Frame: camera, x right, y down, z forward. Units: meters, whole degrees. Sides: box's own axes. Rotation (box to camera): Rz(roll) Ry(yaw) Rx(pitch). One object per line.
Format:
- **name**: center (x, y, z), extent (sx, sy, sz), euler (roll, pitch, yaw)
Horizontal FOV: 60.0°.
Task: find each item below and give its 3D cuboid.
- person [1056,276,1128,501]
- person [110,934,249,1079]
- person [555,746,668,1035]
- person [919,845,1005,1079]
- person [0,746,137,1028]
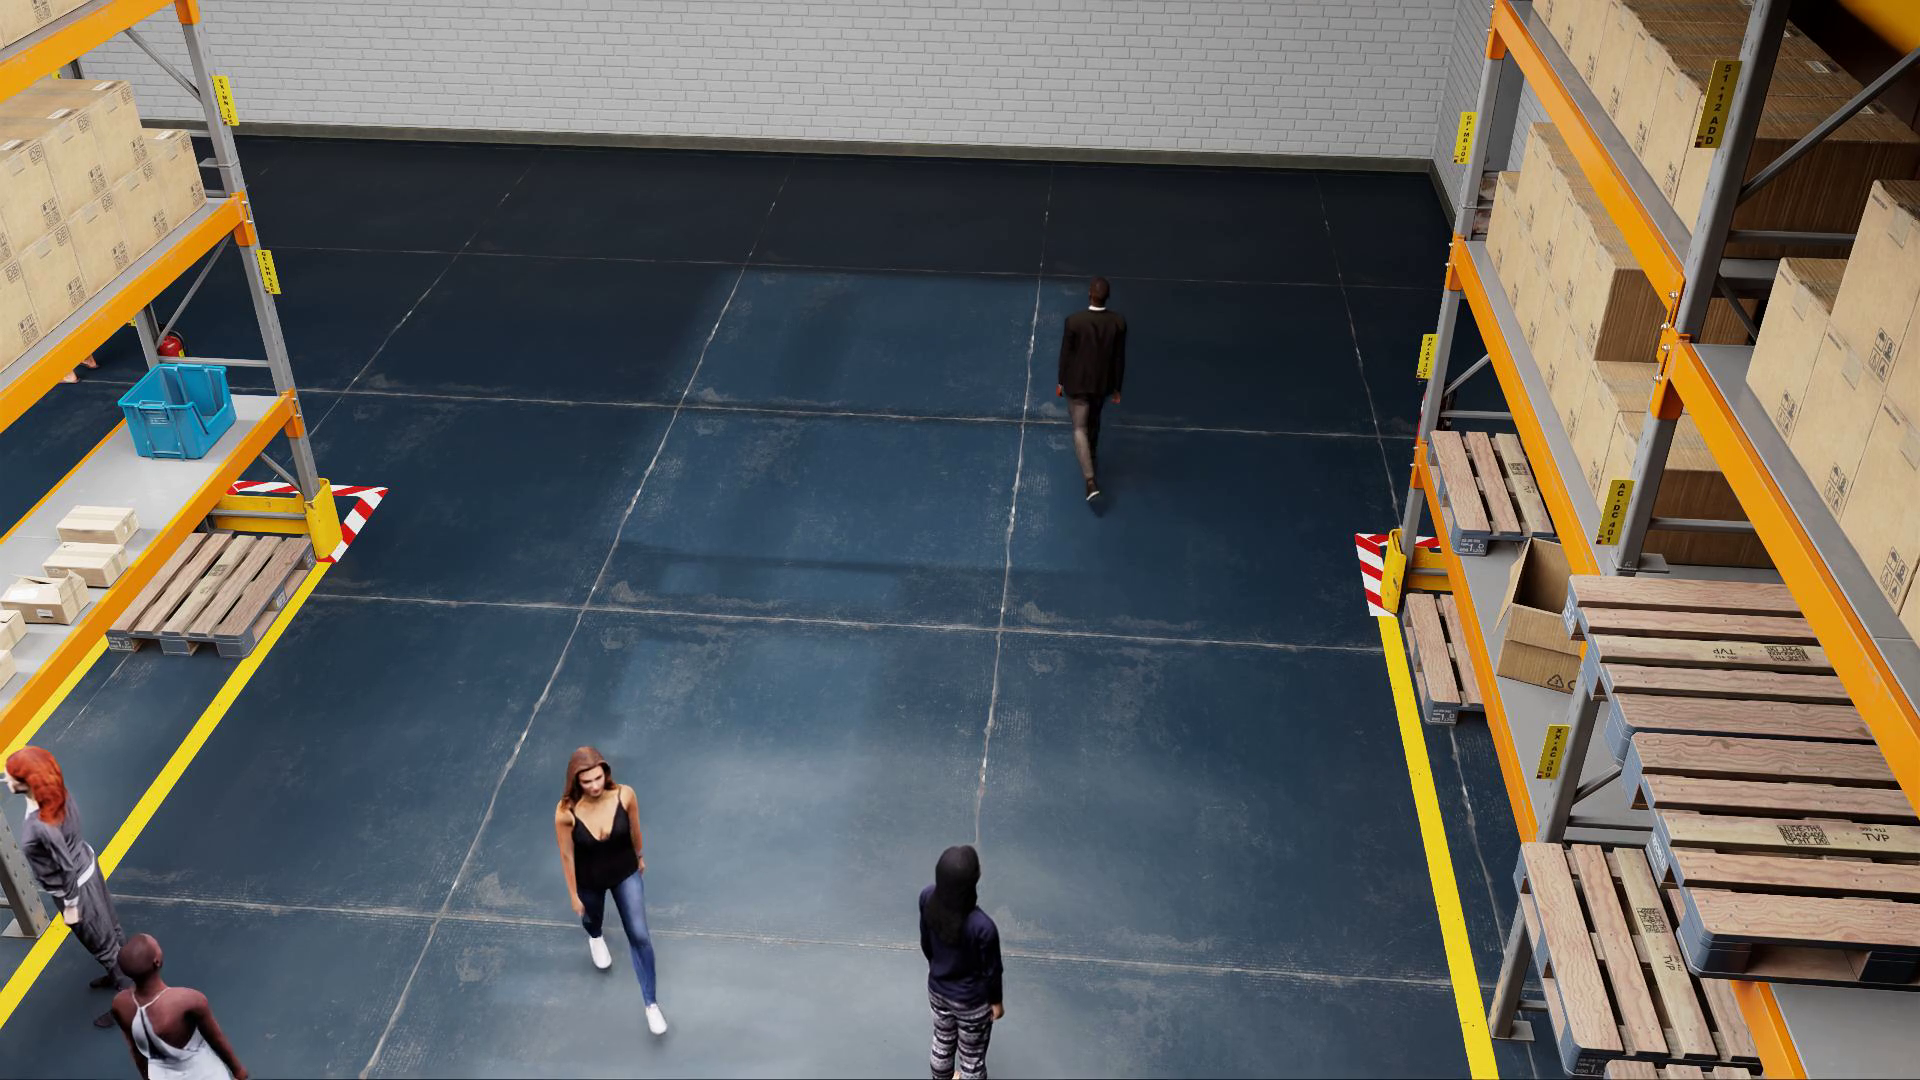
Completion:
- **person**: center (1.016, -1.136, 12.820), extent (0.861, 1.765, 1.217), euler (-6, 34, -9)
- **person**: center (-3.432, 2.505, 7.356), extent (0.593, 1.749, 1.083), euler (4, 34, 6)
- **person**: center (-1.868, 1.698, 8.641), extent (0.926, 1.671, 1.171), euler (-13, 36, -19)
- **person**: center (0.002, 2.122, 7.947), extent (0.683, 1.734, 0.697), euler (24, 40, 31)
- **person**: center (-4.505, 1.746, 8.471), extent (0.715, 1.779, 0.602), euler (-15, 36, -21)
